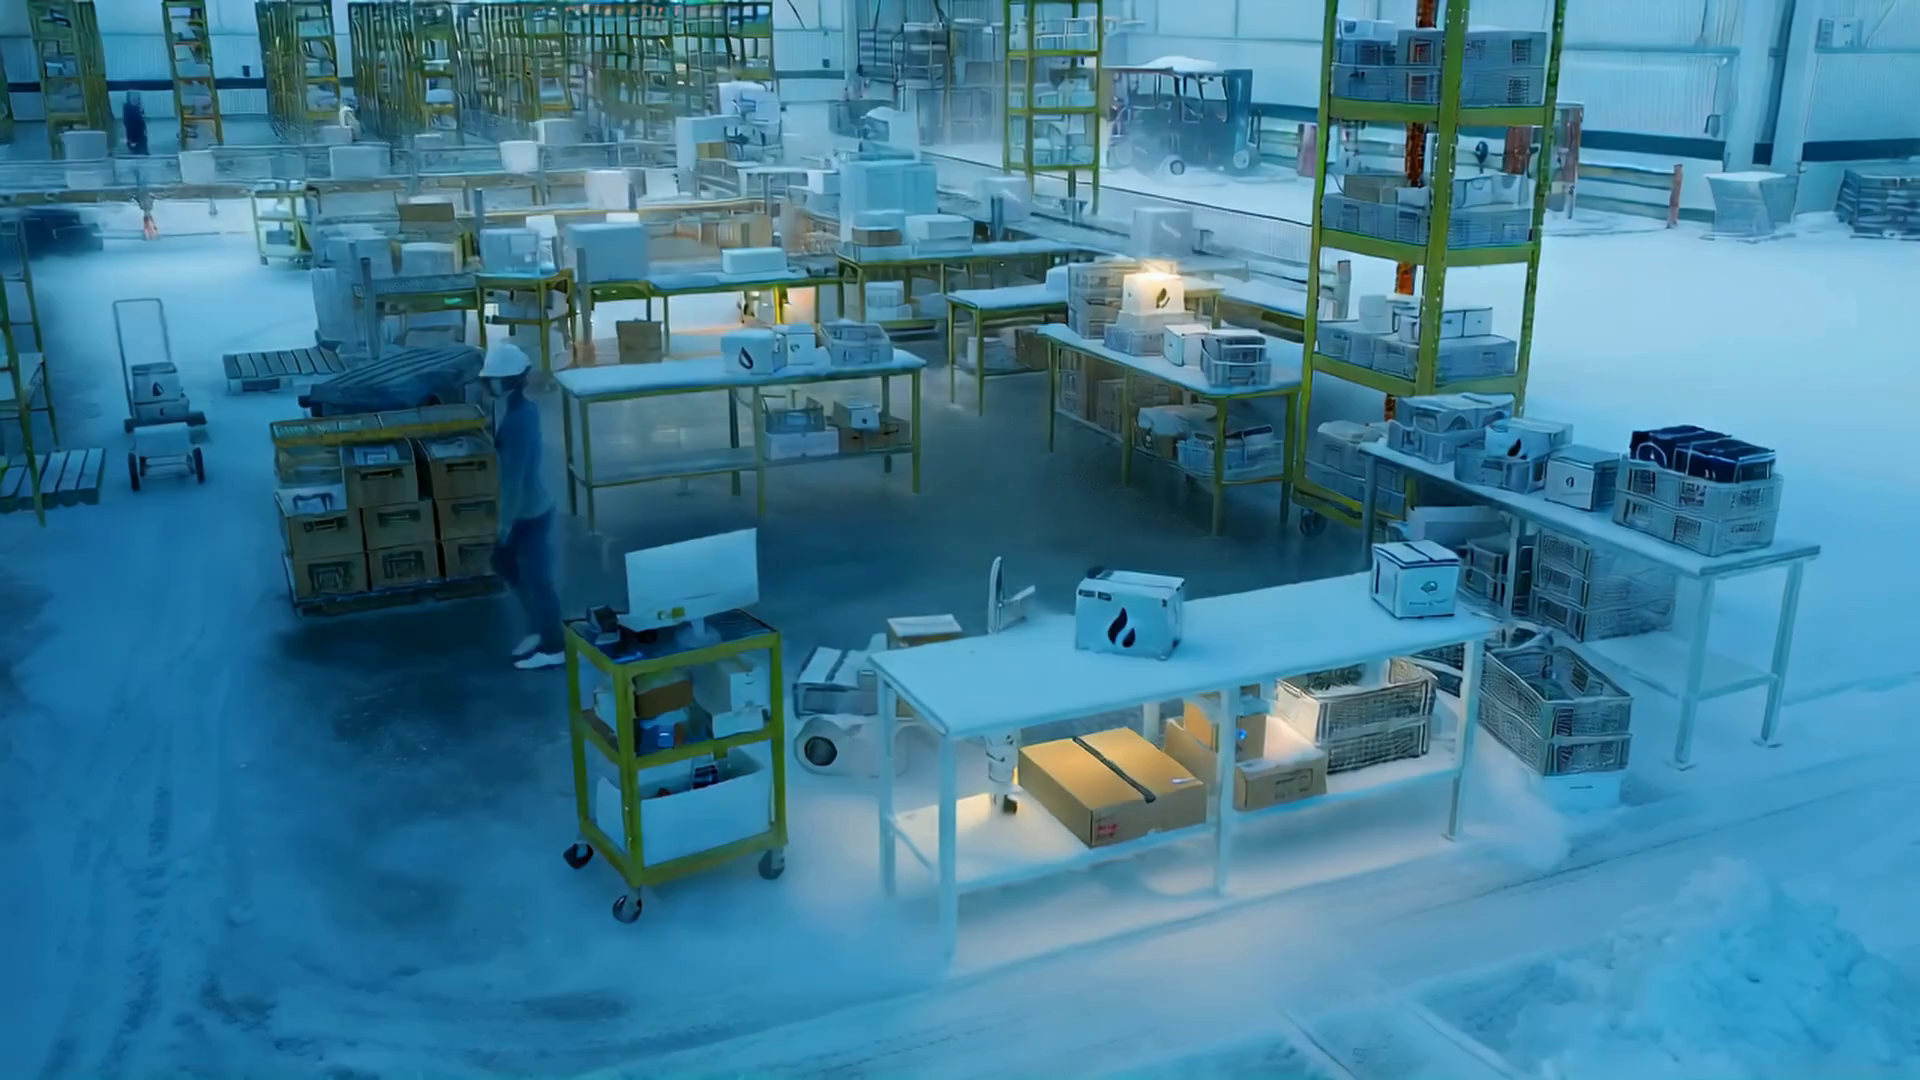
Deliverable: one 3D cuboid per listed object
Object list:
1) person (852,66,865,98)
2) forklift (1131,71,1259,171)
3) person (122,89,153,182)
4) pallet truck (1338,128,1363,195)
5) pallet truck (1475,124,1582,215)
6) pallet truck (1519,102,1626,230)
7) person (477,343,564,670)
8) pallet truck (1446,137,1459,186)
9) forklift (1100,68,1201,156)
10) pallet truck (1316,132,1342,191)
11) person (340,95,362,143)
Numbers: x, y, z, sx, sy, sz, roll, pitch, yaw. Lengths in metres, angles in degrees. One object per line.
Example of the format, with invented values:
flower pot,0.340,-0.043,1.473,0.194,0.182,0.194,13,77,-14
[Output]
person,-3.016,-13.187,49.567,0.502,1.834,0.584,-10,20,-28
forklift,4.998,-8.936,35.413,2.680,1.987,1.157,-9,20,-25
person,-16.464,-8.088,33.431,0.675,1.883,0.665,-4,18,-13
pallet truck,7.845,-7.140,31.411,1.522,1.261,0.704,-9,20,-25
pallet truck,9.707,-6.455,28.103,1.885,1.965,0.823,-7,19,-20
pallet truck,9.972,-6.037,26.785,1.885,1.965,0.823,-9,20,-25
person,-2.300,-0.153,8.654,0.421,1.756,0.530,-4,18,-11
pallet truck,9.184,-6.485,29.328,1.630,1.274,0.653,-8,19,-23
forklift,4.082,-9.564,37.410,2.680,1.987,1.157,-8,19,-23
pallet truck,7.723,-7.504,32.656,1.601,1.201,0.680,-8,19,-23
person,-12.110,-7.883,32.920,0.834,1.803,0.599,-7,19,-21
